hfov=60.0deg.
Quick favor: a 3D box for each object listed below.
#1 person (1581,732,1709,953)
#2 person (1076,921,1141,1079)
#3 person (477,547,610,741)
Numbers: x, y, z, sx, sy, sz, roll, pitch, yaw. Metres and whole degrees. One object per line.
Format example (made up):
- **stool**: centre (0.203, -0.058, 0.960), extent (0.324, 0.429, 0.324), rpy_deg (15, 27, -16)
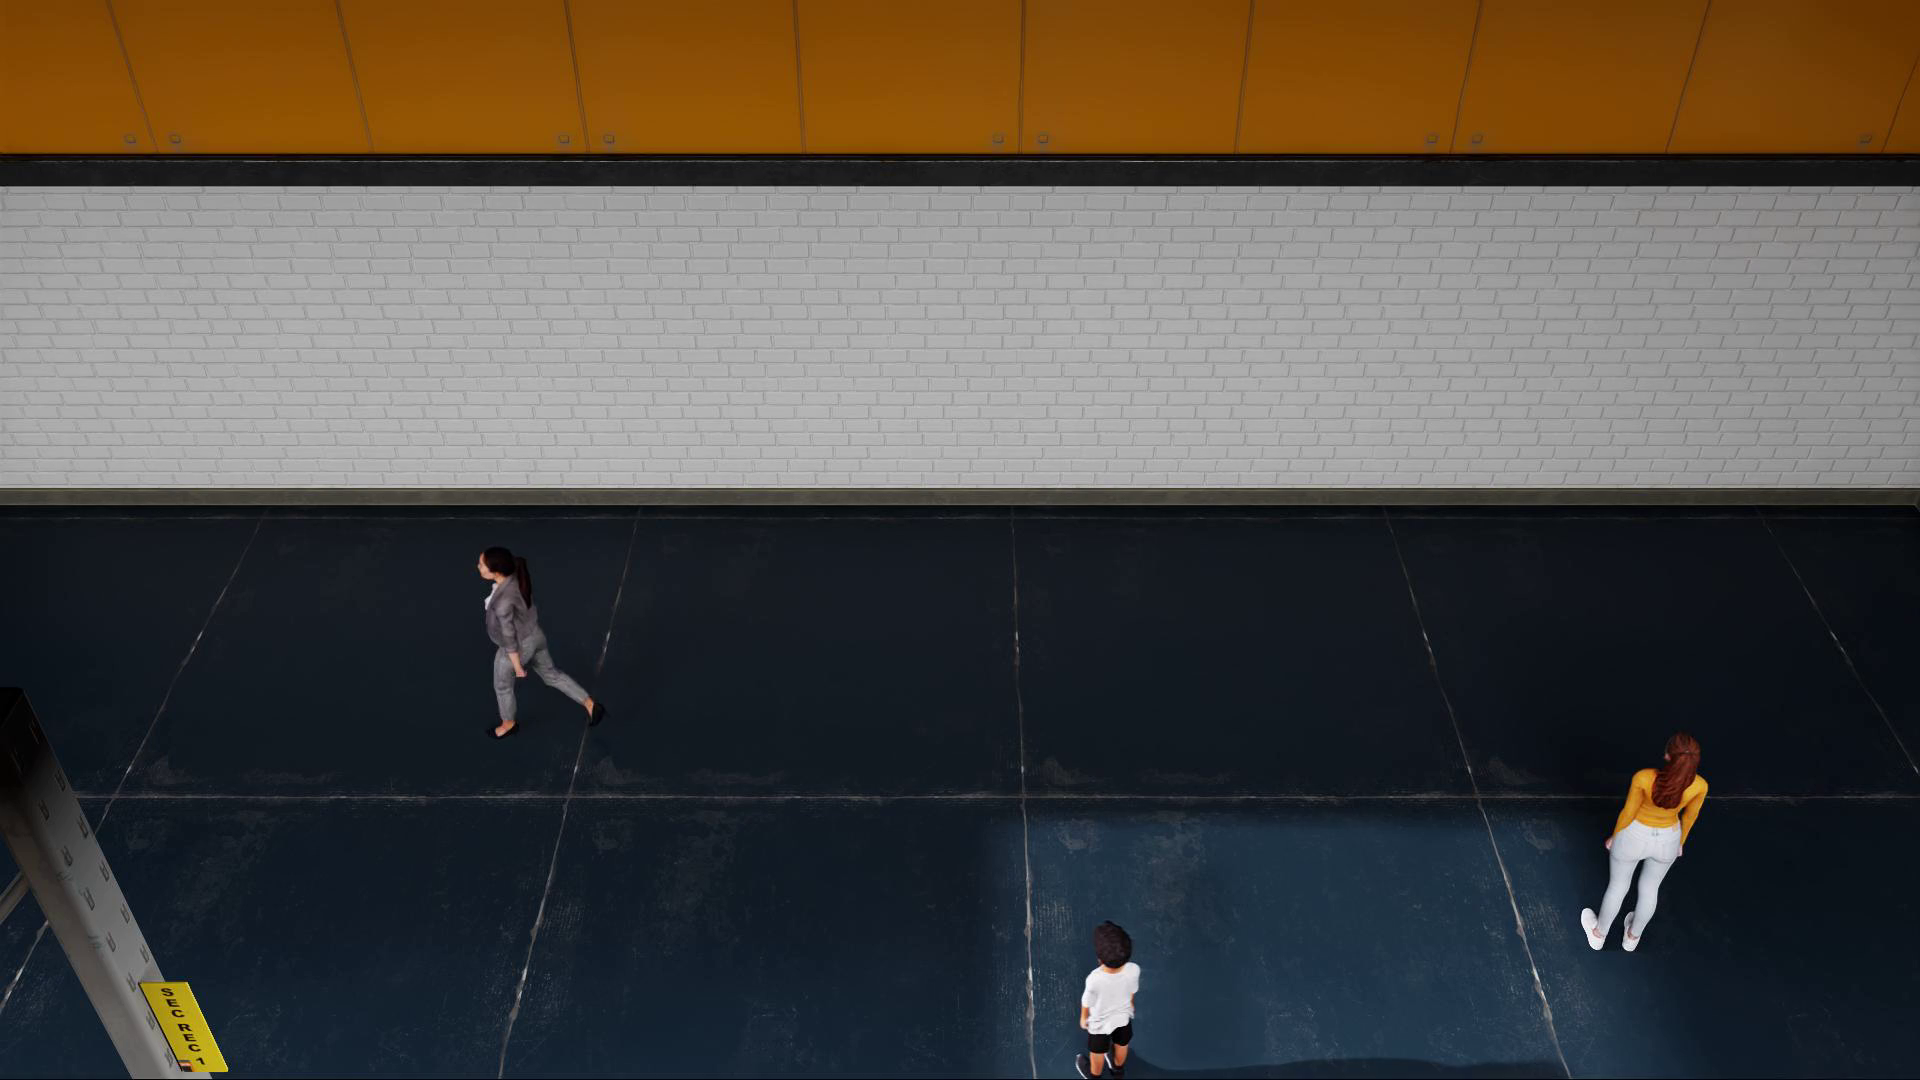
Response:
- **person**: centre (3.936, 1.731, 9.514), extent (0.612, 1.750, 0.625), rpy_deg (5, 39, 7)
- **person**: centre (0.812, 2.519, 8.922), extent (0.550, 1.258, 0.587), rpy_deg (-12, 40, -15)
- **person**: centre (-2.785, 0.700, 10.890), extent (0.761, 1.644, 1.046), rpy_deg (5, 39, 6)
